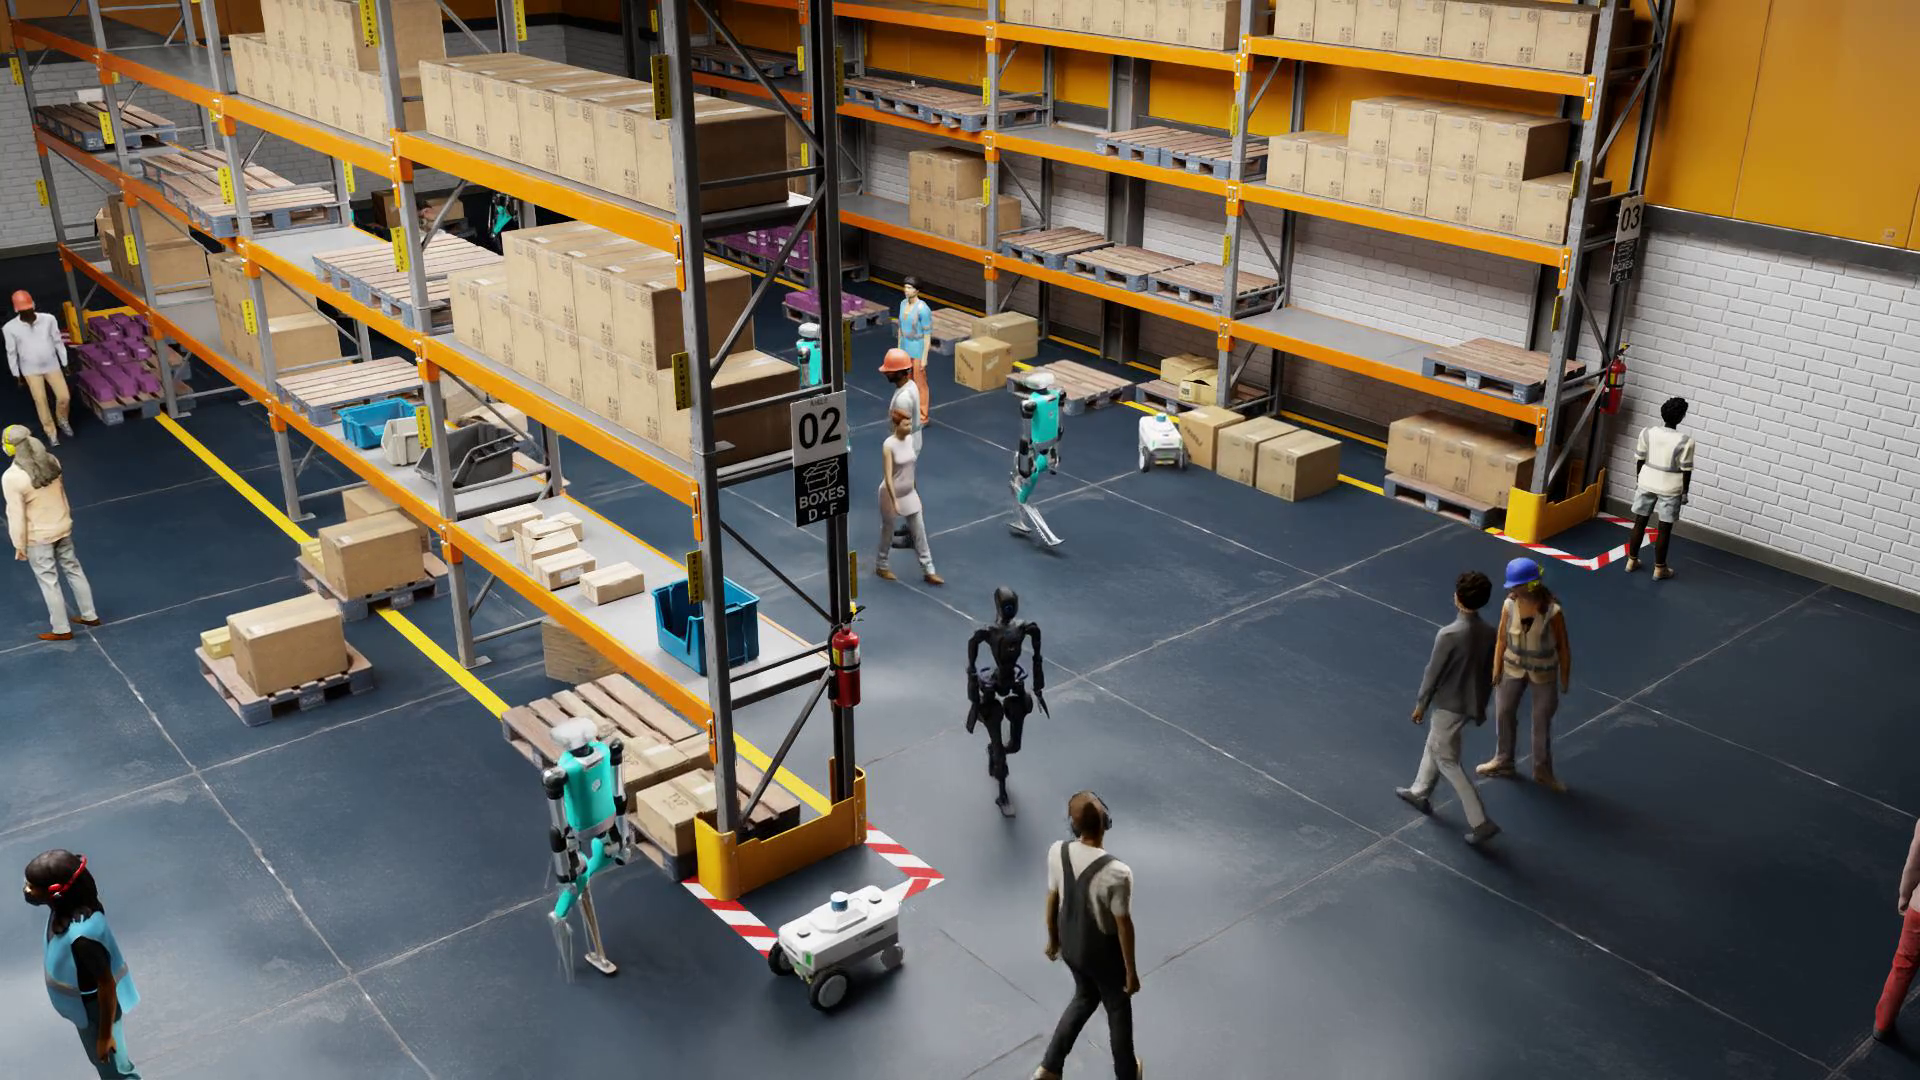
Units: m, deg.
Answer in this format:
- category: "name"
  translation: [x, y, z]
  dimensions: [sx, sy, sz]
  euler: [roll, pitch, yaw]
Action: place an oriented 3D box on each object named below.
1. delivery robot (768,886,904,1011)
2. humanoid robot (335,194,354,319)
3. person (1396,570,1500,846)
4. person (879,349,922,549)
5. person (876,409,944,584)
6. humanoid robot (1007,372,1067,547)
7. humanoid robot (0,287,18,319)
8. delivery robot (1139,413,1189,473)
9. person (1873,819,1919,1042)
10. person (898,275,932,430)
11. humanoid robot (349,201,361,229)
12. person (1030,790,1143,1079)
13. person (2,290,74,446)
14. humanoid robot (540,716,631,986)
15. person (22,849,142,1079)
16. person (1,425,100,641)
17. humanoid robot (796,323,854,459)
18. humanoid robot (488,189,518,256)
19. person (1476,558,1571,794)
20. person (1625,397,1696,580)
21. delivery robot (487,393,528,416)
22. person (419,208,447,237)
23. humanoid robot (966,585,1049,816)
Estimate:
- category: "delivery robot"
  translation: [-0.705, 2.350, 9.826]
  dimensions: [0.767, 0.583, 0.499]
  euler: [-18, 29, -36]
- category: "humanoid robot"
  translation: [-8.501, -3.841, 22.519]
  dimensions: [0.735, 1.677, 0.533]
  euler: [-1, 23, -3]
- category: "person"
  translation: [3.342, 1.109, 11.064]
  dimensions: [0.528, 1.866, 0.878]
  euler: [-14, 27, -29]
- category: "person"
  translation: [-0.546, -0.860, 15.555]
  dimensions: [0.391, 1.927, 0.540]
  euler: [1, 23, 2]
- category: "person"
  translation: [-0.495, -0.370, 14.777]
  dimensions: [0.689, 1.626, 0.455]
  euler: [21, 31, 39]
- category: "humanoid robot"
  translation: [0.629, -0.763, 15.561]
  dimensions: [0.558, 1.734, 1.023]
  euler: [-21, 31, -40]
- category: "humanoid robot"
  translation: [-13.361, -3.759, 22.642]
  dimensions: [0.789, 1.627, 0.587]
  euler: [-7, 24, -16]
- category: "delivery robot"
  translation: [2.137, -1.056, 17.720]
  dimensions: [0.499, 0.589, 0.784]
  euler: [-2, 23, -5]
- category: "person"
  translation: [5.385, 2.034, 9.060]
  dimensions: [0.347, 1.759, 0.520]
  euler: [-20, 30, -38]
- category: "person"
  translation: [-0.534, -2.098, 18.608]
  dimensions: [0.321, 1.770, 0.505]
  euler: [-20, 30, -38]
- category: "humanoid robot"
  translation: [-8.409, -3.889, 22.871]
  dimensions: [0.338, 1.656, 0.590]
  euler: [10, 25, 22]
- category: "person"
  translation: [0.671, 2.171, 8.691]
  dimensions: [0.581, 1.803, 0.645]
  euler: [21, 31, 39]
- category: "person"
  translation: [-10.030, -1.880, 18.133]
  dimensions: [0.594, 1.738, 0.381]
  euler: [-17, 29, -34]
- category: "humanoid robot"
  translation: [-2.252, 1.821, 9.680]
  dimensions: [0.661, 1.880, 0.555]
  euler: [18, 29, 35]
- category: "person"
  translation: [-4.275, 2.331, 8.231]
  dimensions: [0.374, 1.865, 0.538]
  euler: [-19, 30, -36]
- category: "person"
  translation: [-7.596, -0.062, 13.789]
  dimensions: [0.393, 1.865, 0.573]
  euler: [8, 24, 17]
- category: "humanoid robot"
  translation: [-1.305, -1.253, 16.839]
  dimensions: [0.706, 1.910, 0.548]
  euler: [3, 23, 6]
- category: "humanoid robot"
  translation: [-7.066, -5.016, 25.433]
  dimensions: [0.537, 1.798, 0.816]
  euler: [13, 26, 27]
- category: "person"
  translation: [4.026, 0.963, 11.565]
  dimensions: [0.637, 1.739, 0.334]
  euler: [16, 28, 33]
- category: "person"
  translation: [6.293, -0.467, 14.923]
  dimensions: [0.318, 1.696, 0.533]
  euler: [-20, 30, -38]
- category: "delivery robot"
  translation: [-5.144, -1.791, 19.452]
  dimensions: [0.816, 0.612, 0.499]
  euler: [19, 30, 37]
- category: "person"
  translation: [-6.641, -3.301, 21.259]
  dimensions: [0.813, 1.867, 0.670]
  euler: [13, 27, 28]
- category: "humanoid robot"
  translation: [0.292, 1.041, 11.506]
  dimensions: [0.602, 1.643, 0.701]
  euler: [-8, 25, -17]
